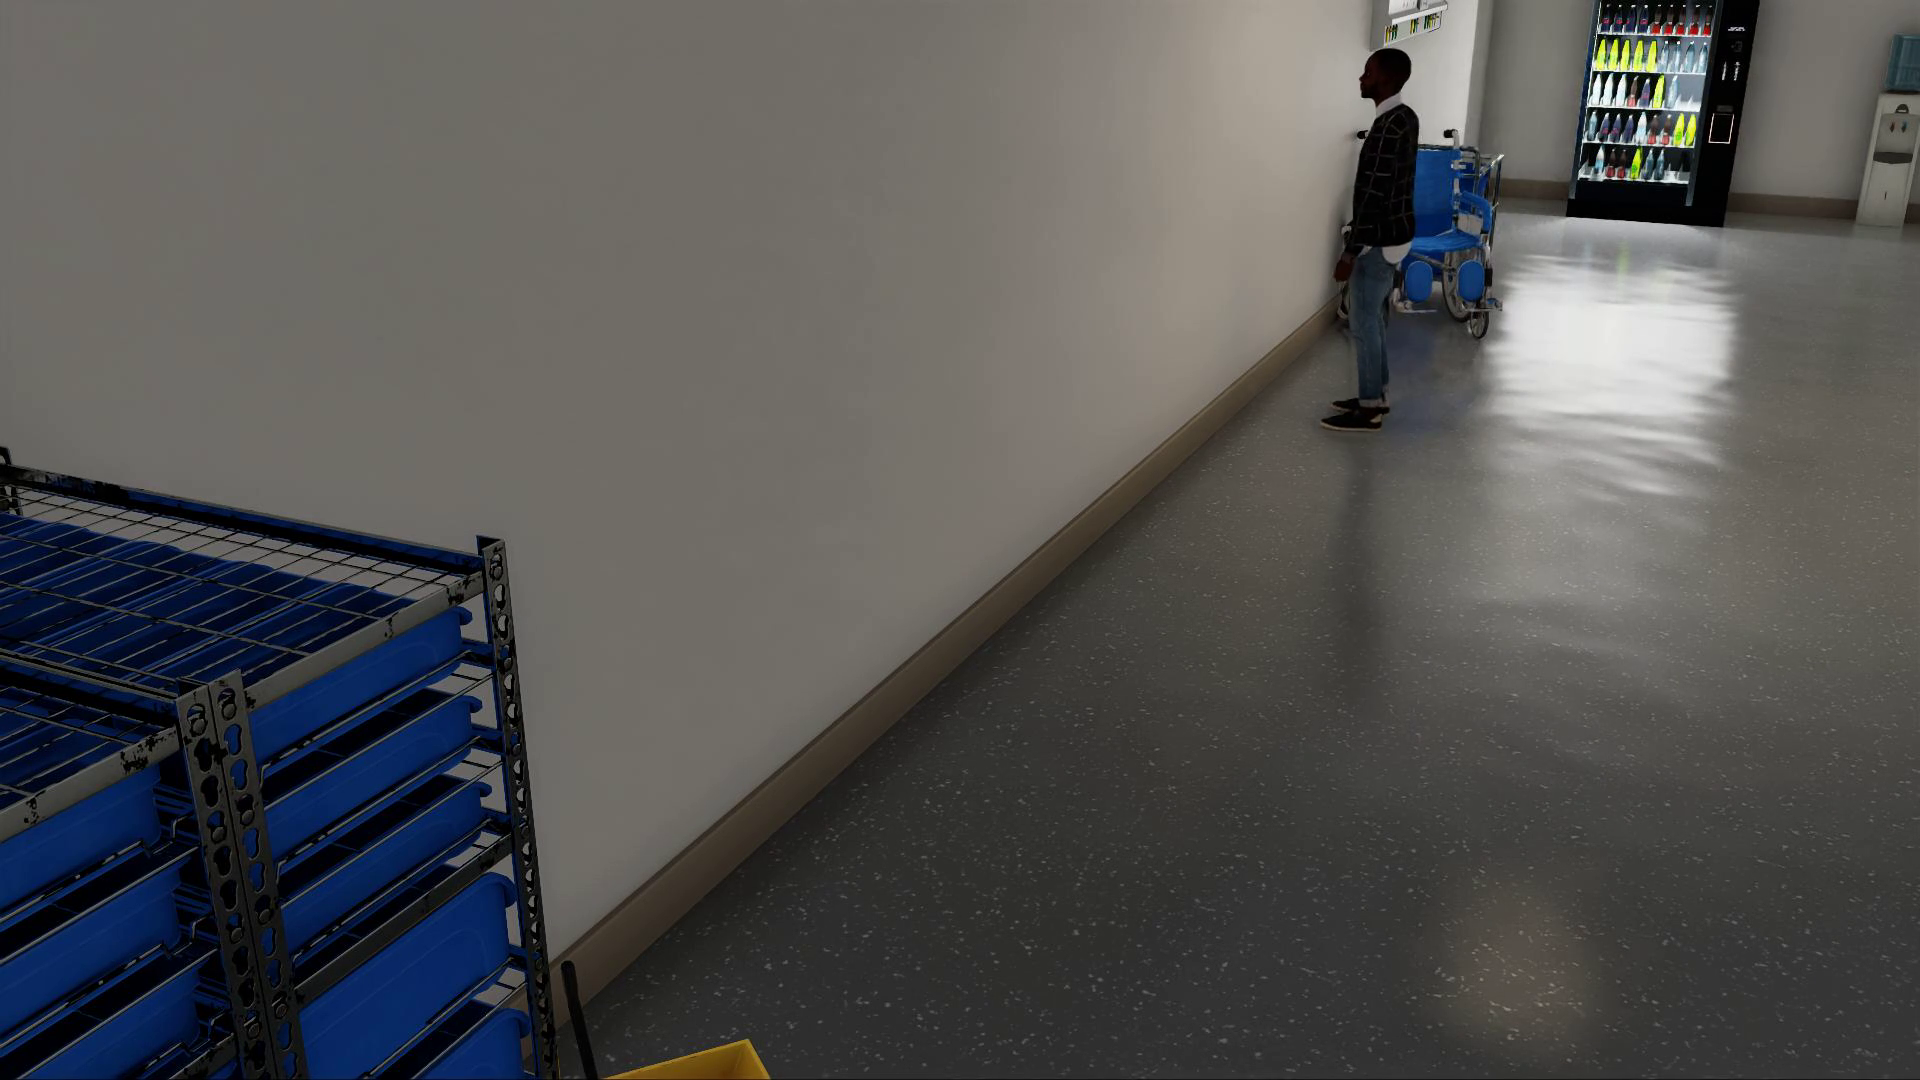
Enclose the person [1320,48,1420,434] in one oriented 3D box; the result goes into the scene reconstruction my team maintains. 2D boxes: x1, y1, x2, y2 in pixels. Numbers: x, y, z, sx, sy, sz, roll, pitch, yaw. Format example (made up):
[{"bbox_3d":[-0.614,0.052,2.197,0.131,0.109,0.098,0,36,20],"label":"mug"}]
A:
[{"bbox_3d":[2.057,-1.417,7.978,0.571,1.816,0.691,10,23,24],"label":"person"}]
